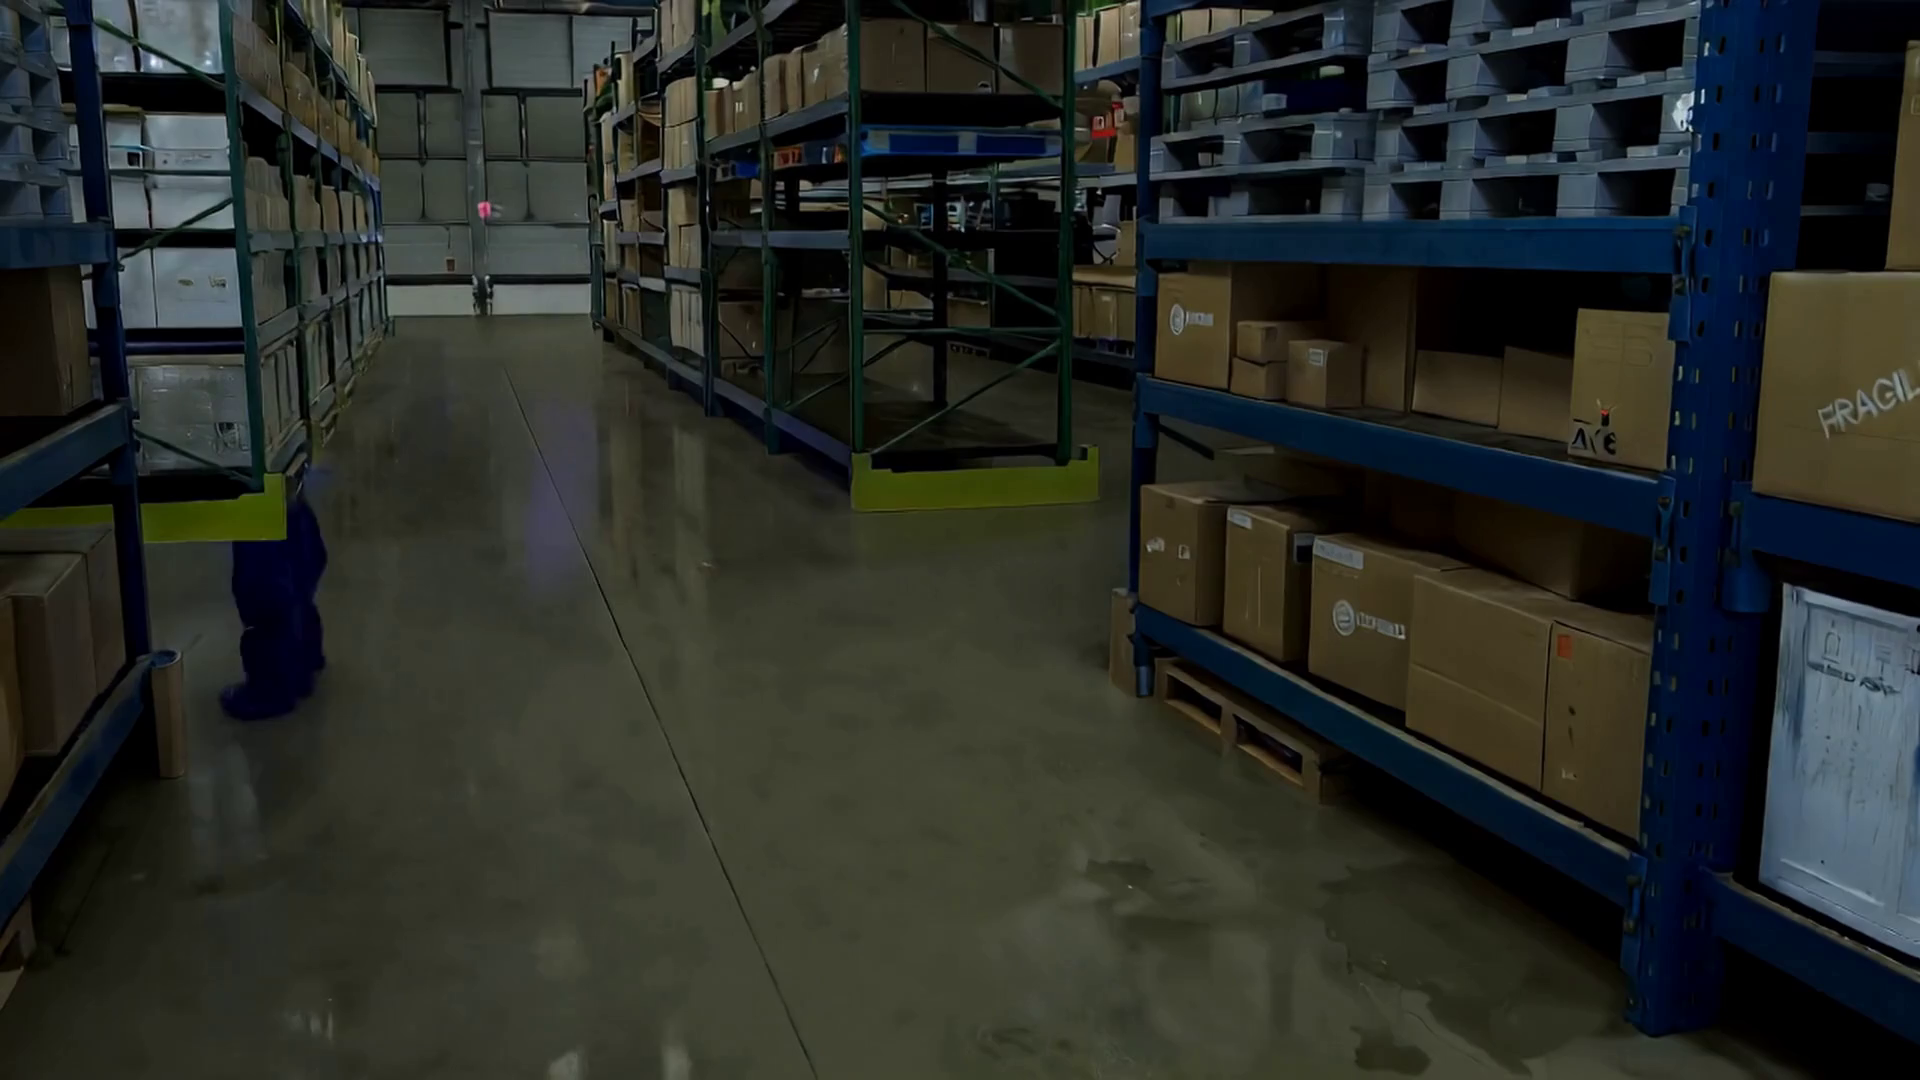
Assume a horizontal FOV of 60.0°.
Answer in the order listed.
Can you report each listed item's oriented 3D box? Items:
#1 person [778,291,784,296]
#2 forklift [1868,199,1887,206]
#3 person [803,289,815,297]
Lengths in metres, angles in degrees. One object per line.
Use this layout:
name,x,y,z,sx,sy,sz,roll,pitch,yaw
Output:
person,-3.615,-4.518,32.978,0.483,1.735,0.311,3,11,15
forklift,11.338,-2.915,21.052,1.129,2.768,1.873,-3,11,-17
person,-3.390,-5.109,35.637,0.615,1.945,0.406,5,12,26
